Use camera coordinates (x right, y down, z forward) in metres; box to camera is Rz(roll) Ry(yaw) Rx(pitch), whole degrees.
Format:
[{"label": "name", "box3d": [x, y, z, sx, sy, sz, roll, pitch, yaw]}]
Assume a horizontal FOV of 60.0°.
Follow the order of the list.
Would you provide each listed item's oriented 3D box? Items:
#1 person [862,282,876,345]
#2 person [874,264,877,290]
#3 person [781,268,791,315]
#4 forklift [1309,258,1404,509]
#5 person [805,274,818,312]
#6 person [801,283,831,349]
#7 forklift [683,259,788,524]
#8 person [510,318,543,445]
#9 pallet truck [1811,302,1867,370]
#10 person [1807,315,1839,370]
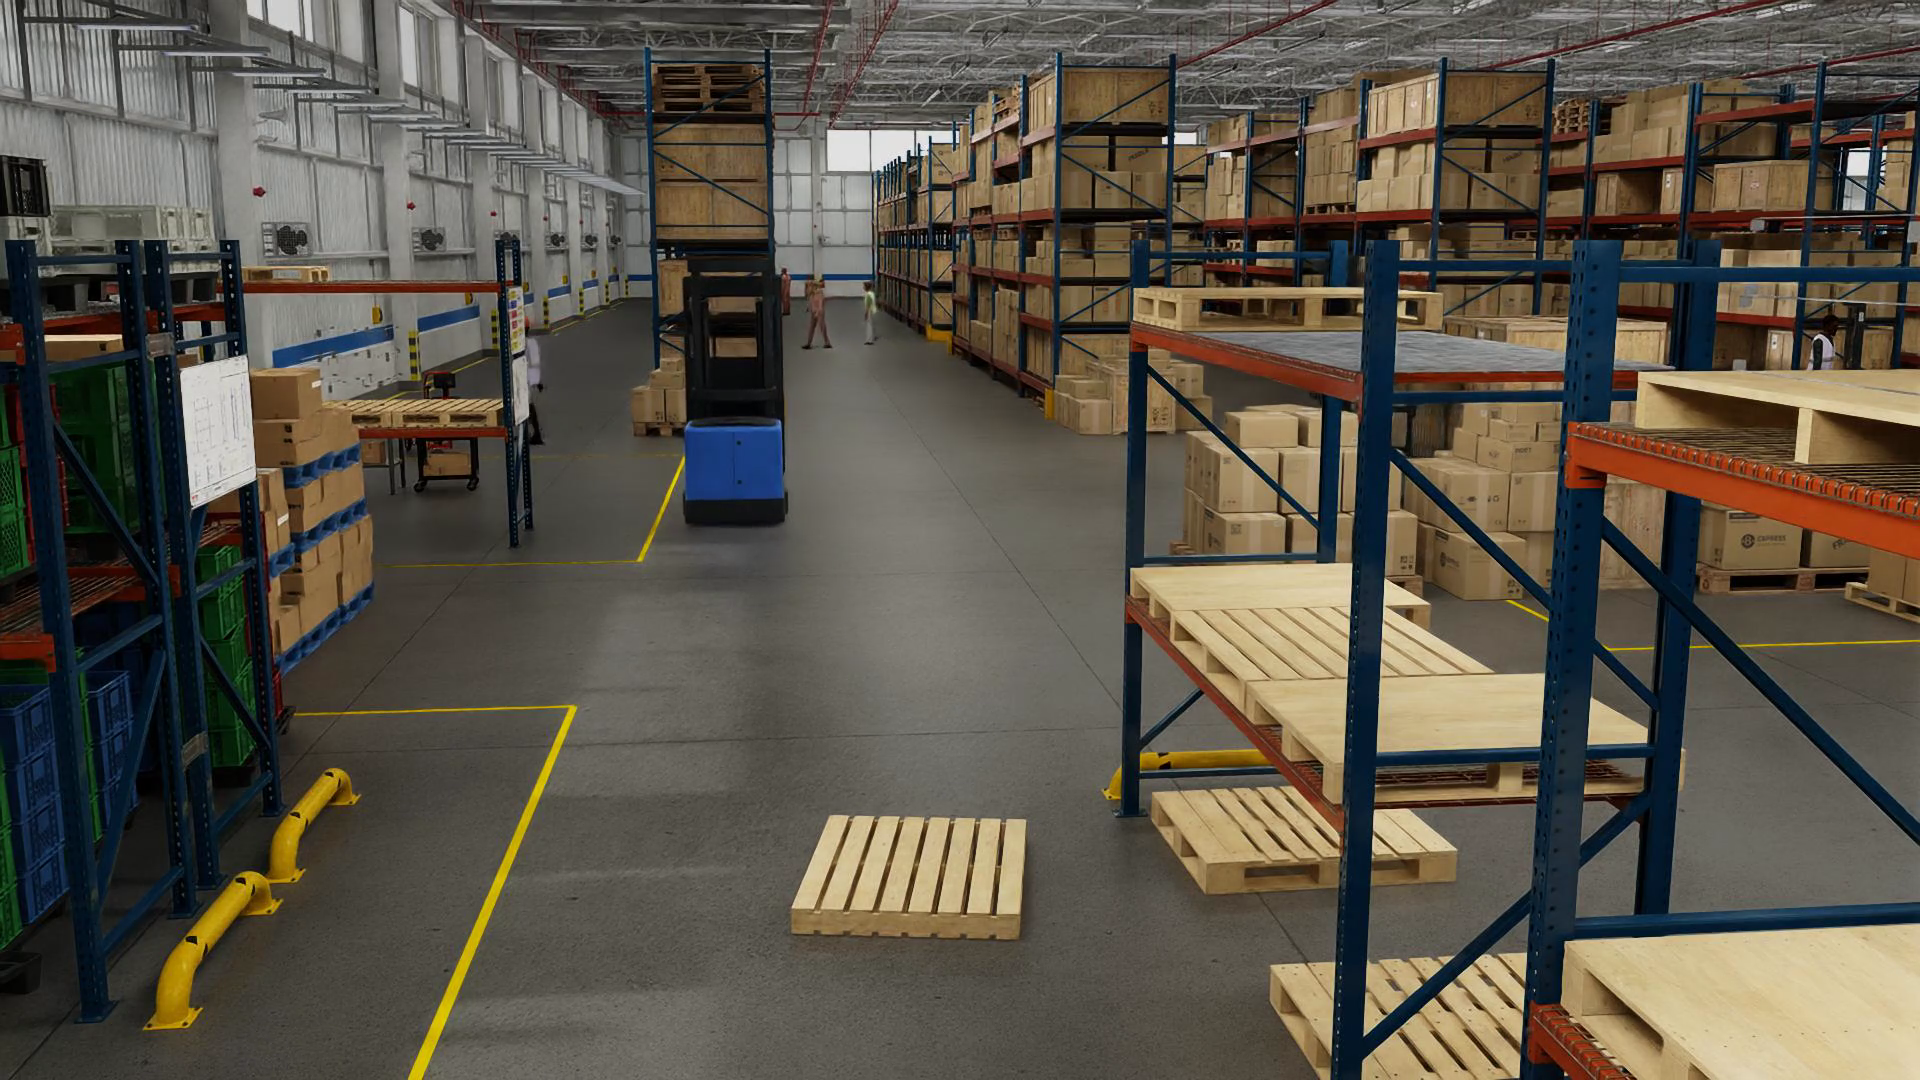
[{"label": "person", "box3d": [-2.652, -6.571, 48.239, 0.456, 1.829, 0.599, 0, 10, 0]}, {"label": "person", "box3d": [-3.882, -12.074, 78.607, 1.020, 1.886, 0.555, -4, 11, -21]}, {"label": "person", "box3d": [-7.098, -10.037, 67.245, 0.406, 1.911, 0.638, 5, 11, 24]}, {"label": "forklift", "box3d": [4.166, -1.732, 18.533, 1.873, 2.768, 1.129, 3, 11, 16]}, {"label": "person", "box3d": [-6.214, -10.340, 69.703, 0.519, 1.627, 0.365, 2, 10, 11]}, {"label": "person", "box3d": [-4.000, -6.255, 46.493, 0.628, 1.851, 1.025, 10, 14, 43]}, {"label": "forklift", "box3d": [-2.473, -1.671, 18.194, 1.129, 2.768, 1.873, -1, 10, -6]}, {"label": "person", "box3d": [-6.527, -2.359, 24.675, 0.750, 1.912, 0.580, 3, 11, 16]}, {"label": "pallet truck", "box3d": [15.846, -3.142, 28.793, 1.885, 1.965, 0.823, 2, 10, 12]}, {"label": "person", "box3d": [13.134, -2.480, 25.376, 0.397, 1.911, 0.587, 10, 14, 43]}]
